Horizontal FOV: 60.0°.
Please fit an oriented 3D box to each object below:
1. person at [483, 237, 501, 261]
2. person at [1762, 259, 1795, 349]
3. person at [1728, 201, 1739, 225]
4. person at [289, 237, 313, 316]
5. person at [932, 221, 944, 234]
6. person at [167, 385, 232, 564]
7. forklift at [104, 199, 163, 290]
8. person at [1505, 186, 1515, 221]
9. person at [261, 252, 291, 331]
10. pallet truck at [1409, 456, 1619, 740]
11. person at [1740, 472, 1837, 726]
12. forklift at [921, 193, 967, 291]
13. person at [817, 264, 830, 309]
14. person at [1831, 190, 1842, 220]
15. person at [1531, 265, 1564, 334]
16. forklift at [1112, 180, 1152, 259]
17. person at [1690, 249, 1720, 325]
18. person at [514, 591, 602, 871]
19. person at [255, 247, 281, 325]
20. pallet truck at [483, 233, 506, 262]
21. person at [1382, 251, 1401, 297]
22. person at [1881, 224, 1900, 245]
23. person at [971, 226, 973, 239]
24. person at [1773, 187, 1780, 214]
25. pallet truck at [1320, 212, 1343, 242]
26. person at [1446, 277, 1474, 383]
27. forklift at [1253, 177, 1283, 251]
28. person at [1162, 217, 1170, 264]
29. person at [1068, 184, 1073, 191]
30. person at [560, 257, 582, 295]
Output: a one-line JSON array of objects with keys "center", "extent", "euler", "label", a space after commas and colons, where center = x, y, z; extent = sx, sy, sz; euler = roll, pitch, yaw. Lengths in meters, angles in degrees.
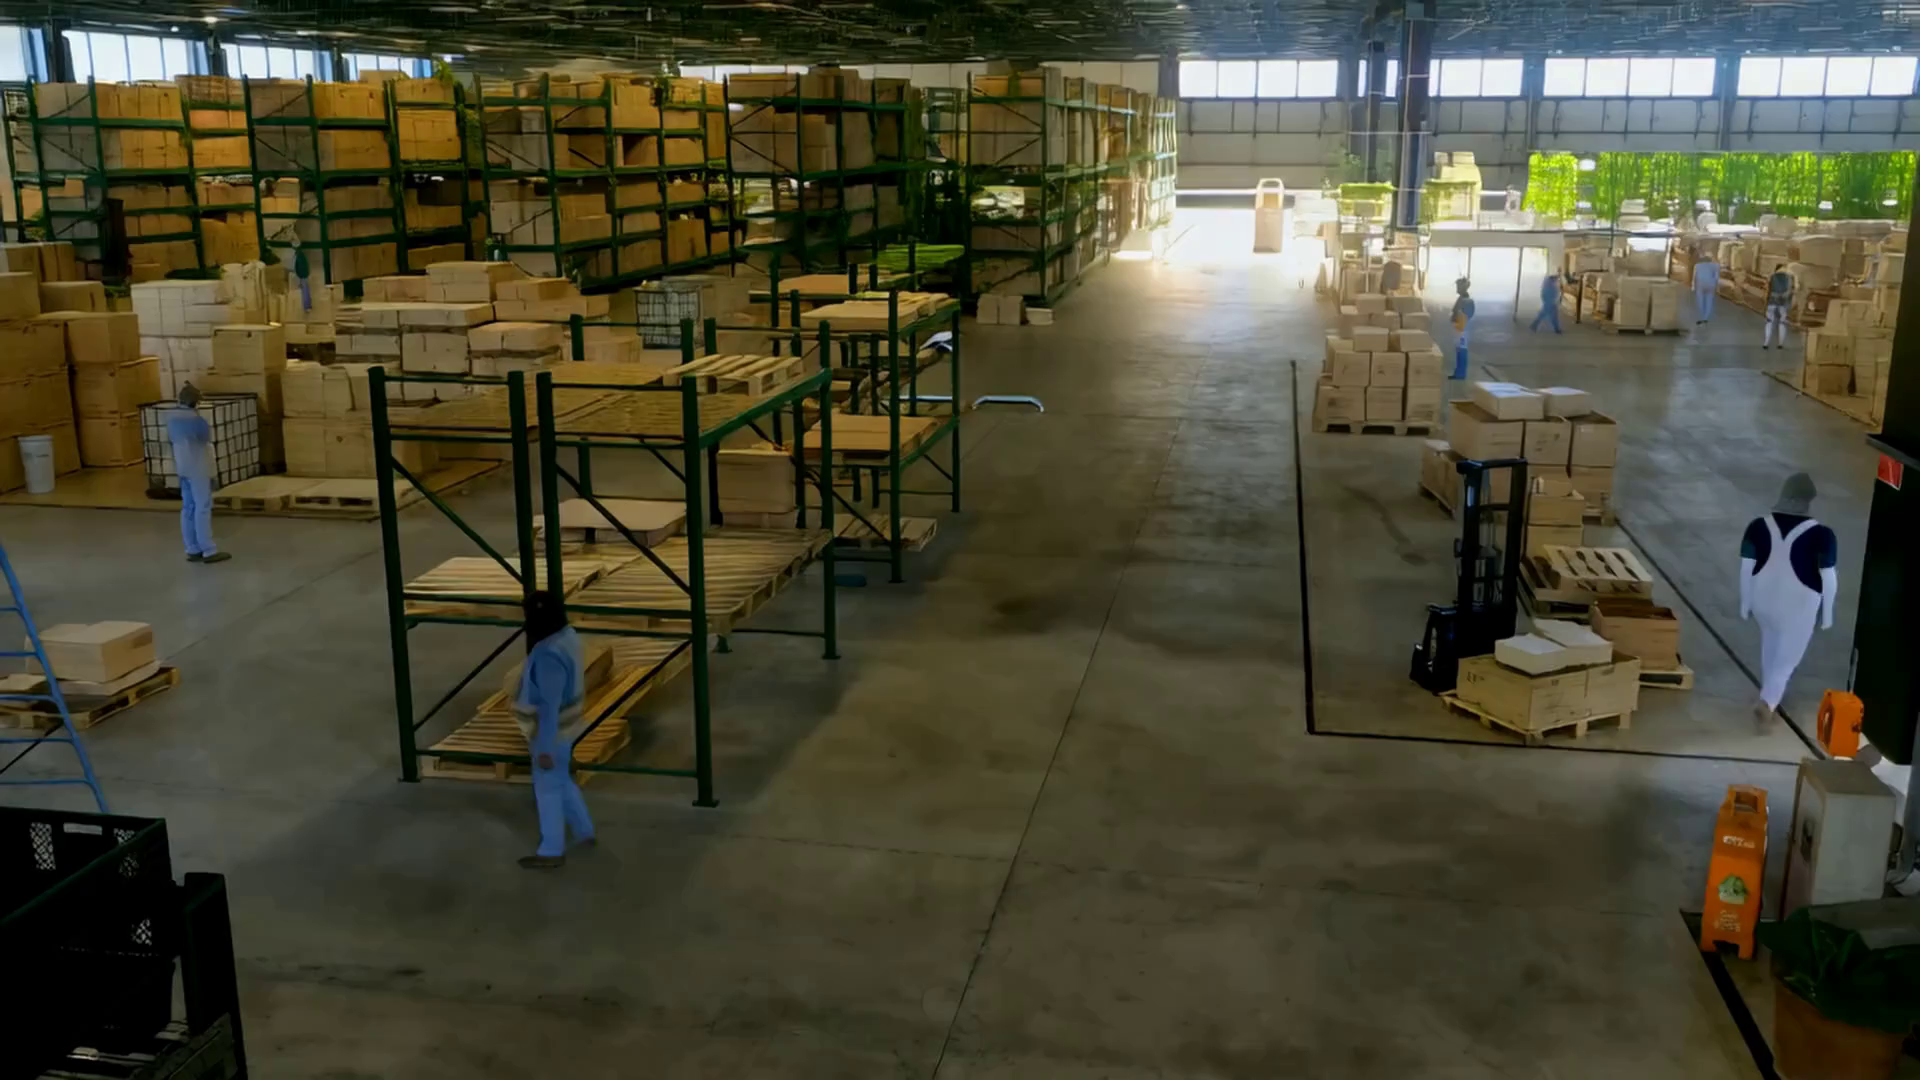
[{"center": [-14.156, -8.633, 50.423], "extent": [0.618, 1.836, 0.430], "euler": [-13, 19, -42], "label": "person"}, {"center": [17.618, -5.081, 35.805], "extent": [0.542, 1.928, 0.403], "euler": [6, 15, 23], "label": "person"}, {"center": [32.550, -13.368, 69.844], "extent": [0.838, 1.733, 0.531], "euler": [3, 14, 10], "label": "person"}, {"center": [-16.769, -6.704, 42.293], "extent": [0.421, 1.982, 0.624], "euler": [-6, 15, -22], "label": "person"}, {"center": [-0.768, -9.819, 55.538], "extent": [0.541, 1.686, 0.468], "euler": [2, 14, 8], "label": "person"}, {"center": [-8.287, -0.710, 18.030], "extent": [0.629, 1.937, 0.378], "euler": [9, 16, 32], "label": "person"}, {"center": [-22.367, -7.651, 44.268], "extent": [1.873, 2.768, 1.129], "euler": [-9, 17, -33], "label": "forklift"}, {"center": [28.676, -17.553, 86.744], "extent": [0.437, 1.784, 0.657], "euler": [4, 14, 17], "label": "person"}, {"center": [-15.414, -5.513, 37.549], "extent": [0.630, 1.931, 0.366], "euler": [-10, 17, -36], "label": "person"}, {"center": [4.504, 0.400, 13.395], "extent": [0.823, 1.965, 1.885], "euler": [-6, 15, -23], "label": "pallet truck"}, {"center": [6.526, 0.435, 13.166], "extent": [0.967, 2.000, 0.684], "euler": [-12, 18, -40], "label": "person"}, {"center": [-0.461, -8.727, 48.633], "extent": [1.129, 2.768, 1.873], "euler": [3, 14, 10], "label": "forklift"}, {"center": [-3.049, -5.328, 37.271], "extent": [0.316, 1.695, 0.541], "euler": [0, 14, 0], "label": "person"}, {"center": [42.044, -15.791, 79.492], "extent": [0.780, 1.817, 0.593], "euler": [4, 14, 17], "label": "person"}, {"center": [13.597, -5.541, 38.354], "extent": [0.863, 1.585, 0.581], "euler": [-1, 14, -6], "label": "person"}, {"center": [6.082, -11.722, 60.796], "extent": [1.873, 2.768, 1.129], "euler": [2, 14, 9], "label": "forklift"}, {"center": [18.029, -6.123, 40.274], "extent": [0.622, 1.802, 0.683], "euler": [3, 14, 13], "label": "person"}, {"center": [-2.550, 1.205, 10.481], "extent": [0.522, 1.834, 0.637], "euler": [0, 14, -2], "label": "person"}, {"center": [-16.462, -6.033, 39.679], "extent": [0.591, 1.919, 0.392], "euler": [-3, 14, -14], "label": "person"}, {"center": [-11.832, -7.026, 43.548], "extent": [1.885, 1.965, 0.823], "euler": [8, 16, 28], "label": "pallet truck"}, {"center": [10.597, -6.249, 40.928], "extent": [0.625, 1.722, 0.624], "euler": [-8, 16, -29], "label": "person"}, {"center": [27.500, -8.364, 49.185], "extent": [0.578, 1.896, 0.725], "euler": [3, 14, 12], "label": "person"}, {"center": [0.426, -10.961, 60.315], "extent": [0.768, 1.598, 0.532], "euler": [6, 15, 21], "label": "person"}, {"center": [40.633, -16.712, 82.882], "extent": [0.392, 1.991, 0.612], "euler": [5, 15, 21], "label": "person"}, {"center": [15.874, -13.227, 70.310], "extent": [0.680, 1.201, 1.601], "euler": [10, 17, 35], "label": "pallet truck"}, {"center": [9.334, -3.905, 30.953], "extent": [0.375, 1.959, 0.603], "euler": [0, 14, 1], "label": "person"}, {"center": [12.083, -12.747, 64.956], "extent": [1.129, 2.768, 1.873], "euler": [3, 14, 10], "label": "forklift"}, {"center": [7.288, -10.579, 58.722], "extent": [0.283, 1.633, 0.497], "euler": [0, 14, 0], "label": "person"}, {"center": [5.561, -17.036, 84.219], "extent": [0.635, 1.981, 0.562], "euler": [1, 14, 5], "label": "person"}, {"center": [-9.412, -6.039, 40.293], "extent": [0.525, 1.631, 0.317], "euler": [1, 14, 2], "label": "person"}]
